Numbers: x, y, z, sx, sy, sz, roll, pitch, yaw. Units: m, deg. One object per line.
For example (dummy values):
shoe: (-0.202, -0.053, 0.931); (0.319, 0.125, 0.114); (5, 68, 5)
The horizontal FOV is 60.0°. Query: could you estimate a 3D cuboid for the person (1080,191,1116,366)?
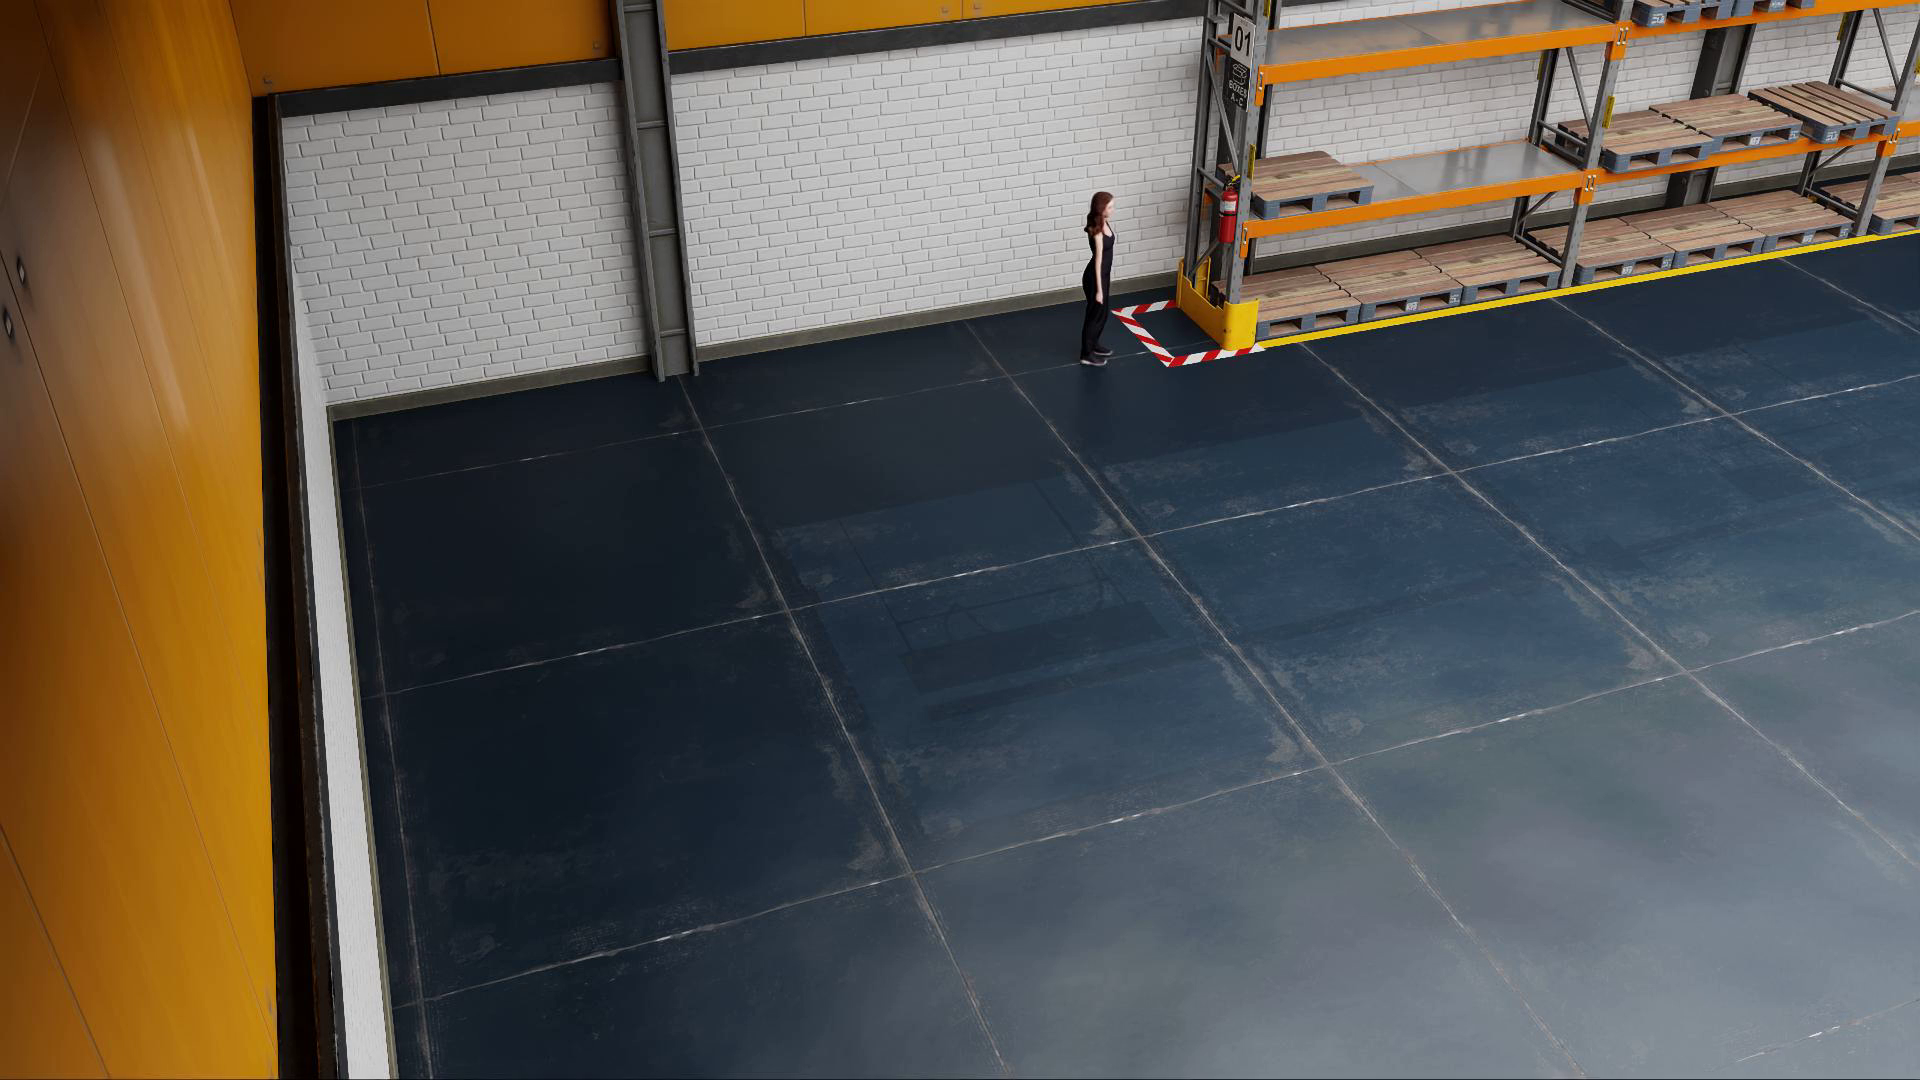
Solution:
person: (1.295, -2.499, 15.839); (0.695, 1.742, 0.674); (7, 34, 11)
